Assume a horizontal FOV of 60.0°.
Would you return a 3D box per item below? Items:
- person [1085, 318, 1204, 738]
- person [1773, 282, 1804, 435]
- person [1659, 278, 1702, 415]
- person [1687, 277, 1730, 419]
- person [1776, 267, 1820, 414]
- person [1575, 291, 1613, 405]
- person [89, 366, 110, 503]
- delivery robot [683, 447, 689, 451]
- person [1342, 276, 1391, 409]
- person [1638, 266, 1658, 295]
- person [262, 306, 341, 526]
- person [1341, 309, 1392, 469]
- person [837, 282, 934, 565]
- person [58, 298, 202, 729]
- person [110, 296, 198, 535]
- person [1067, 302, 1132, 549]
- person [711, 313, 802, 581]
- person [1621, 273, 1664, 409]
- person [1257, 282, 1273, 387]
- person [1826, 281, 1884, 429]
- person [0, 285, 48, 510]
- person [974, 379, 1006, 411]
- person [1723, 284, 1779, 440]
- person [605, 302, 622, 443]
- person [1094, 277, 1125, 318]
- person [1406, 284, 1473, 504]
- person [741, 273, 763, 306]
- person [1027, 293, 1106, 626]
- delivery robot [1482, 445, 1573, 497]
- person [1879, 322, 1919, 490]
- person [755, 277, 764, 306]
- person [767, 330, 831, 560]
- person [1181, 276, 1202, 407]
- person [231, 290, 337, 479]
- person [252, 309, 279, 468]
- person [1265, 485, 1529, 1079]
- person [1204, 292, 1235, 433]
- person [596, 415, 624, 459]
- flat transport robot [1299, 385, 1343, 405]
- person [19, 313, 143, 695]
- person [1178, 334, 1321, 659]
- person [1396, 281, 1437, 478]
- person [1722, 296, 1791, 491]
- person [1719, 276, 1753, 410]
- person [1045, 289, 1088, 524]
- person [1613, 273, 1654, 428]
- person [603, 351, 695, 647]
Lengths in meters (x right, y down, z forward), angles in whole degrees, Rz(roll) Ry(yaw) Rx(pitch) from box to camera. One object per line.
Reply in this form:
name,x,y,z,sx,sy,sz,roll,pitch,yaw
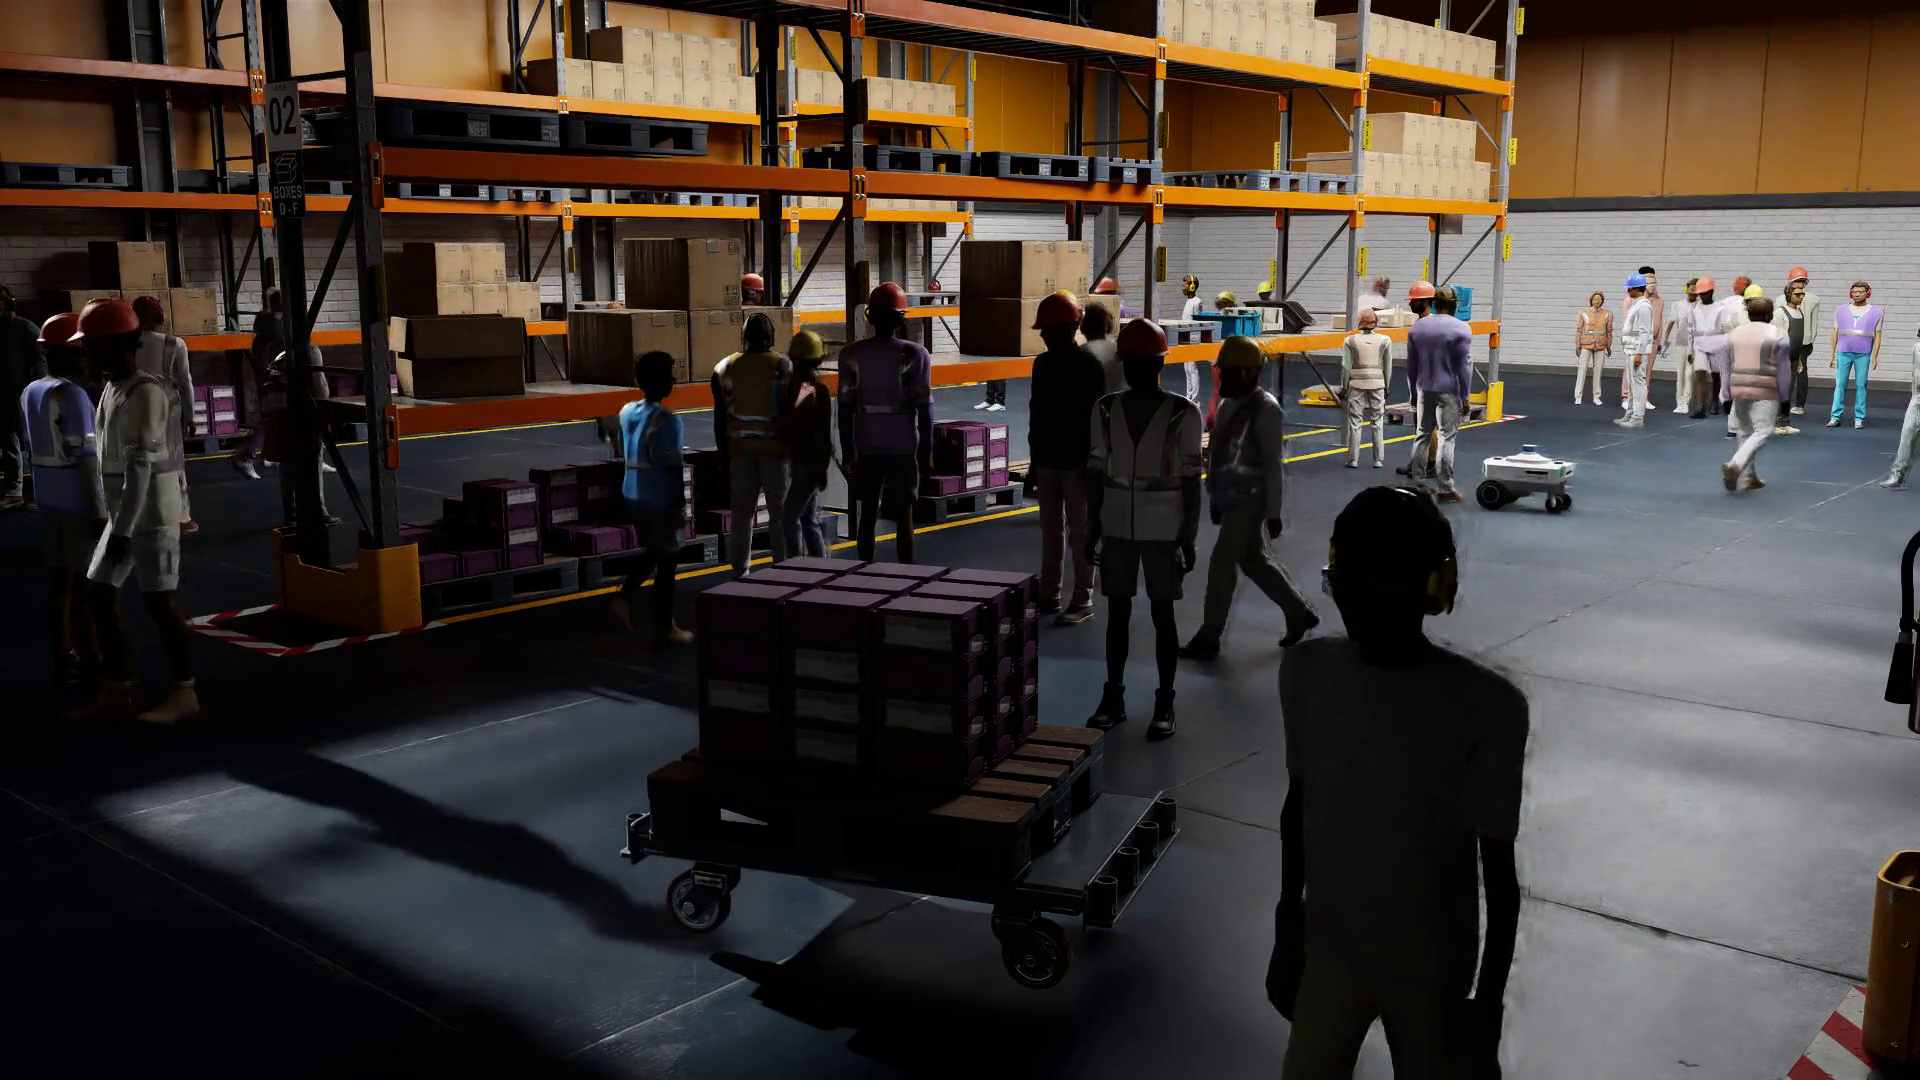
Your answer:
person,0.832,-0.048,7.675,0.551,1.936,0.356,4,11,23
person,10.021,-2.190,20.134,0.506,1.846,0.345,-6,12,-31
person,9.836,-2.625,22.618,0.561,1.839,0.685,7,12,36
person,10.041,-2.567,22.225,0.653,1.875,1.012,8,13,38
person,11.323,-2.697,22.592,0.612,1.995,0.376,-1,10,-5
person,9.128,-2.762,23.969,0.515,1.641,0.314,2,10,9
person,-7.457,-1.153,14.644,0.532,1.700,0.317,6,12,32
delivery robot,-2.362,-0.554,14.211,0.477,0.478,0.707,8,12,39
person,5.706,-2.740,23.165,0.633,1.874,0.668,-6,11,-29
person,11.017,-3.427,26.828,0.364,1.966,0.610,8,13,37
person,-5.322,-1.009,13.454,0.600,1.827,0.404,4,11,24
person,4.160,-1.543,17.037,0.512,1.639,0.311,1,10,4
person,-0.455,-0.593,10.474,0.615,2.042,0.376,2,10,13
person,-3.894,-0.096,7.708,0.644,2.021,0.646,9,13,42
person,-6.310,-0.964,13.042,0.587,1.882,0.341,-2,10,-13
person,0.952,-0.712,11.615,0.638,1.878,1.064,-3,11,-18
person,-1.313,-0.576,10.994,0.619,1.835,0.430,2,10,10
person,9.572,-2.772,23.270,0.645,1.907,0.400,-3,10,-16
person,4.919,-3.284,26.761,0.519,1.706,0.941,5,11,27
person,11.223,-2.318,20.859,0.567,1.846,0.389,7,12,36
person,-8.169,-1.220,14.347,0.637,1.937,0.357,2,10,14
person,0.468,-2.759,23.159,0.390,1.920,0.588,-6,11,-29
person,9.271,-2.078,19.528,0.586,1.835,0.403,4,11,23
person,-3.993,-1.935,19.280,0.504,1.632,0.269,2,10,9
person,1.871,-2.283,20.483,0.819,1.914,0.550,-7,12,-36
person,4.254,-1.293,14.760,0.352,1.937,0.635,-8,13,-39
person,-2.185,-1.785,17.406,0.379,1.994,0.611,-5,11,-26
person,0.611,-0.479,9.993,0.402,1.985,0.613,-8,12,-37
delivery robot,4.904,-0.580,14.370,0.707,0.478,0.477,7,12,33
person,8.917,-1.280,15.337,0.866,1.702,0.494,-5,11,-28
person,-2.354,-2.273,20.441,0.644,1.907,0.596,-5,11,-26
person,-1.084,-0.468,10.654,0.556,1.741,0.581,-2,10,-14
person,3.235,-2.782,23.431,0.316,1.870,0.532,-2,10,-9
person,-6.731,-1.539,16.413,0.967,1.853,0.660,-5,11,-26
person,-7.091,-1.561,17.148,0.500,1.636,0.284,8,13,38
person,0.704,0.824,2.993,0.559,1.833,0.886,8,13,39
person,3.159,-2.116,20.075,0.324,1.724,0.641,1,10,4
person,-2.812,-0.930,13.644,0.525,1.604,0.800,8,13,39
flat transport robot,5.384,-2.105,24.126,0.652,0.197,1.431,4,11,22
person,-4.491,-0.182,8.463,0.542,1.928,0.374,7,12,34
person,1.628,-0.243,9.211,0.882,1.798,0.602,-2,10,-13
person,4.518,-1.568,16.330,0.376,1.935,0.550,-1,10,-5
person,7.300,-1.337,15.343,0.811,1.819,0.619,-6,12,-30
person,10.727,-2.718,23.065,0.497,1.872,0.609,-9,13,-42
person,0.872,-1.089,13.665,0.403,1.919,0.587,9,13,41
person,8.510,-2.382,20.957,0.402,1.940,0.602,2,10,11
person,-1.727,-0.216,9.339,0.400,1.684,0.547,-10,14,-44
